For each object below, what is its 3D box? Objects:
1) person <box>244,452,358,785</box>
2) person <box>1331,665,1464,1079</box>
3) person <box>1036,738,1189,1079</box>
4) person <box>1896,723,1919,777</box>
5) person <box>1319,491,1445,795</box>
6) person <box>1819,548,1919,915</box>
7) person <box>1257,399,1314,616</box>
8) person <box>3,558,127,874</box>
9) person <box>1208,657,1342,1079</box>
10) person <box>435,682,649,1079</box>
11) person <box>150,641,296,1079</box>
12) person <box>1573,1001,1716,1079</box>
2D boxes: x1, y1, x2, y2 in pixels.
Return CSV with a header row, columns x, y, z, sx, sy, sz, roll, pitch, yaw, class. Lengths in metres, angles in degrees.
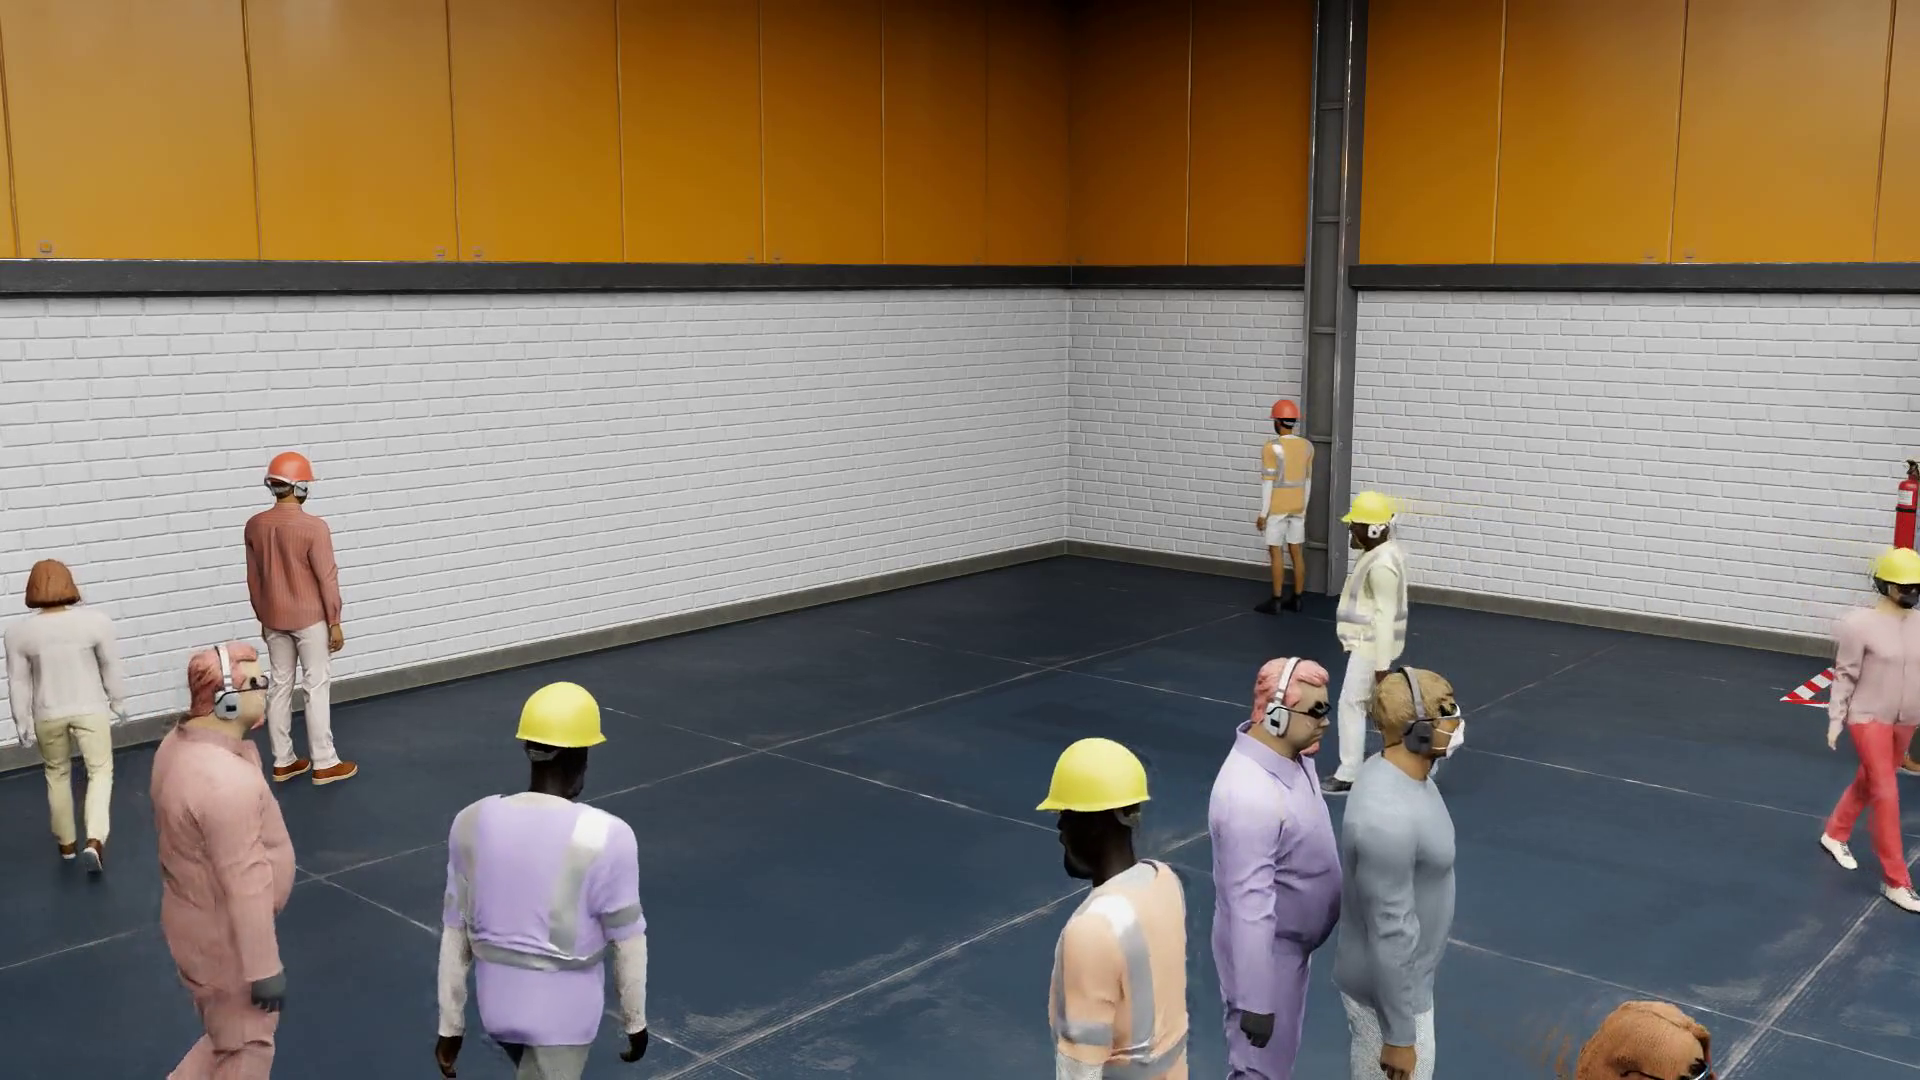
x,y,z,sx,sy,sz,roll,pitch,yaw,class
-3.944,0.468,9.919,0.611,1.995,0.376,3,9,17,person
1.266,1.310,4.809,0.372,1.940,0.629,2,9,15,person
0.464,1.441,4.125,0.759,1.891,0.617,4,10,21,person
5.962,0.544,9.795,1.027,1.890,0.663,7,12,39,person
2.462,0.606,9.635,0.700,1.808,0.600,3,9,16,person
4.566,0.877,8.213,0.536,1.722,0.898,-2,9,-10,person
2.889,-0.295,14.893,0.549,1.935,0.377,-5,10,-28,person
-4.540,0.890,8.459,0.518,1.618,0.645,-4,10,-21,person
0.974,1.283,5.135,0.401,1.894,0.655,3,10,18,person
-1.208,1.349,4.813,0.592,1.861,0.993,4,10,23,person
-2.373,1.260,5.286,0.514,1.895,0.653,-6,11,-33,person
1.370,1.698,3.467,0.852,1.594,0.499,7,11,35,person
